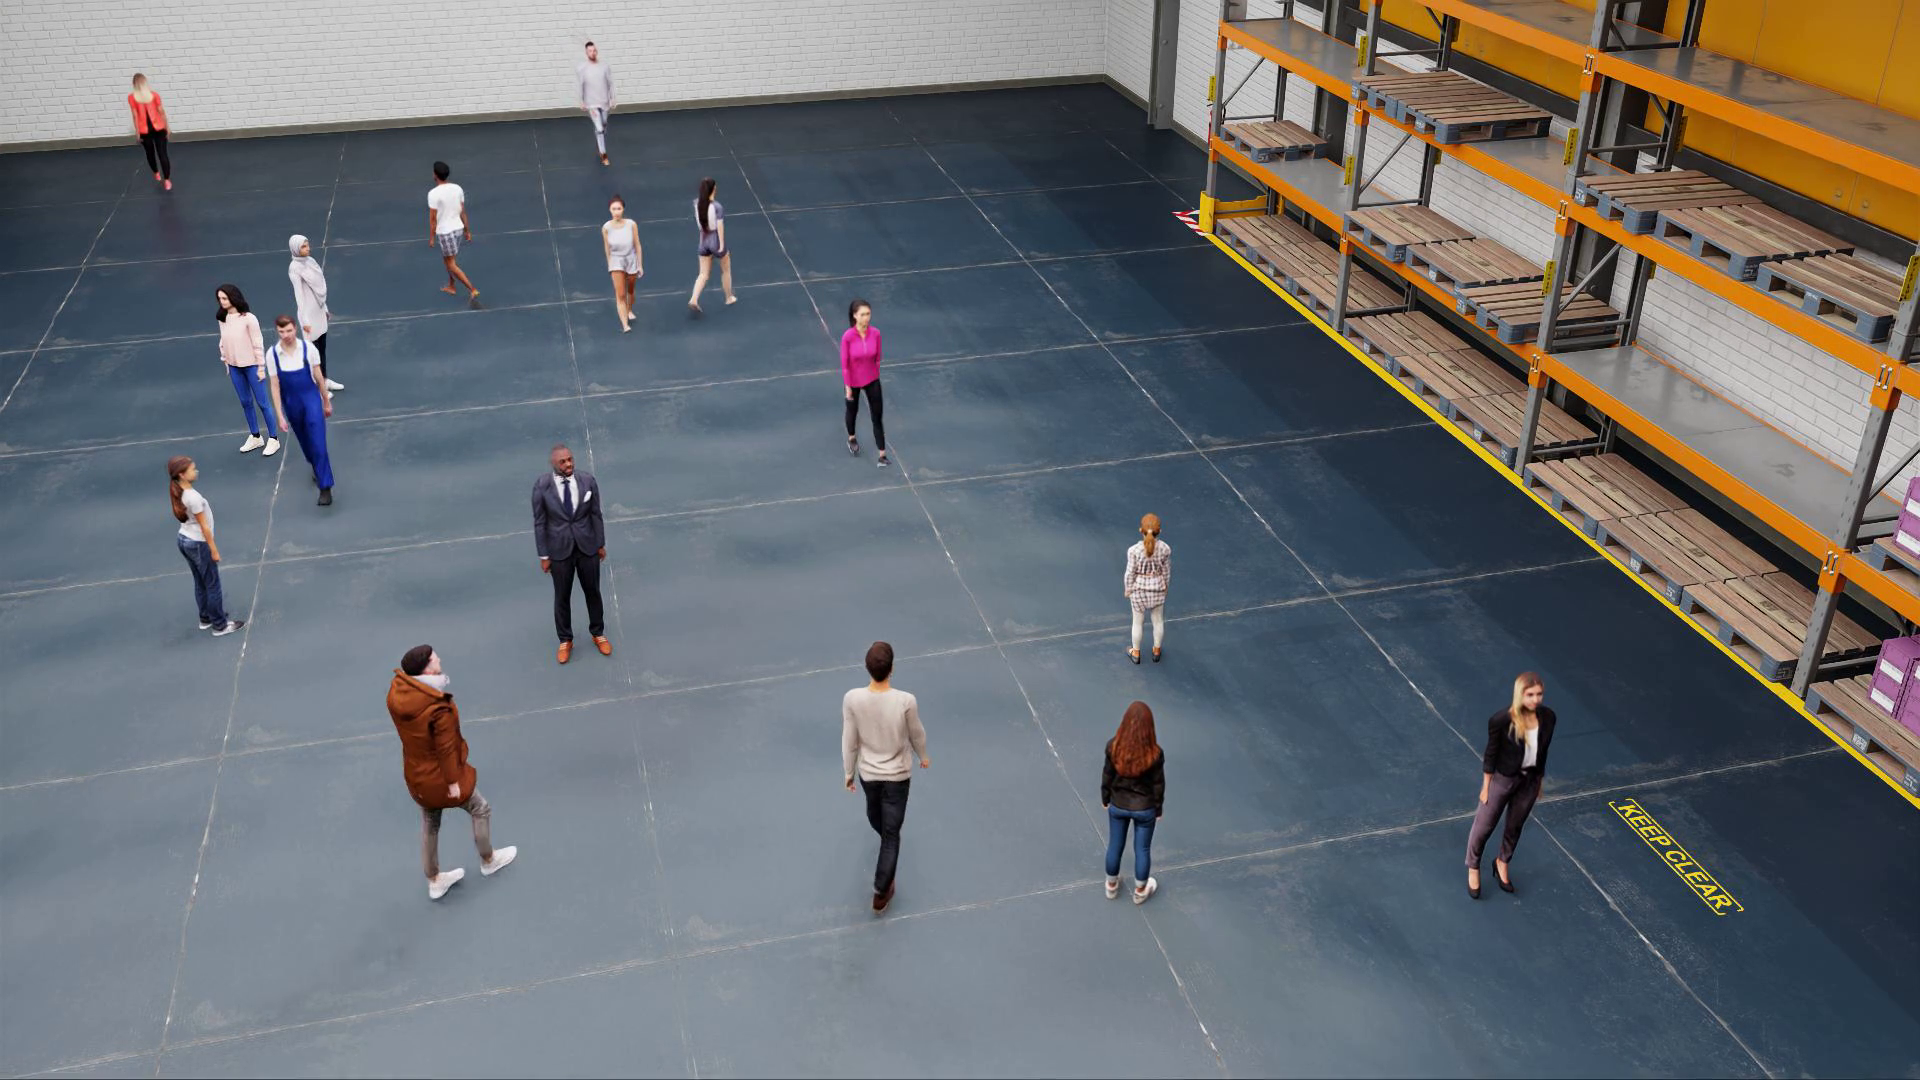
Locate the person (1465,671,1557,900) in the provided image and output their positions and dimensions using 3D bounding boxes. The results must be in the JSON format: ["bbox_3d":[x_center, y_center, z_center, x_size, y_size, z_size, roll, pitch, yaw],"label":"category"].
[{"bbox_3d":[3.502,1.552,10.592,0.612,1.672,0.552,-4,29,-8],"label":"person"}]

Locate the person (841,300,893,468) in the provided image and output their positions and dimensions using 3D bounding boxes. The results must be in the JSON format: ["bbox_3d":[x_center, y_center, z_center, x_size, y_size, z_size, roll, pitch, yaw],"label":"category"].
[{"bbox_3d":[-1.006,-1.561,16.316,0.633,1.656,1.117,-10,30,-17],"label":"person"}]

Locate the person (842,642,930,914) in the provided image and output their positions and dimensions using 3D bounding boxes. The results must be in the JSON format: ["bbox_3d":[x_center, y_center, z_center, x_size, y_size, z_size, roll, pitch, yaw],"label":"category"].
[{"bbox_3d":[-0.492,1.534,10.469,1.010,1.821,1.239,6,29,12],"label":"person"}]

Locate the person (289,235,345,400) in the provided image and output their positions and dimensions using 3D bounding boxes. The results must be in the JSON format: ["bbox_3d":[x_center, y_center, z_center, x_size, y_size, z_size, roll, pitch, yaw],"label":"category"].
[{"bbox_3d":[-6.903,-2.395,17.719,0.752,1.775,0.629,5,29,9],"label":"person"}]

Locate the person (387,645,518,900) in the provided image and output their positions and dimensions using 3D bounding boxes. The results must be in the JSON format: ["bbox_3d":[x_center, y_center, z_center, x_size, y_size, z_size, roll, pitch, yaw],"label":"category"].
[{"bbox_3d":[-3.364,1.516,10.505,0.973,1.817,1.030,17,33,28],"label":"person"}]

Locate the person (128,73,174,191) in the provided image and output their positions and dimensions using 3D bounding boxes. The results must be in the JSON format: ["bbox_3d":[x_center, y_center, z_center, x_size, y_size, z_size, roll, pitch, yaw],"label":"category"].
[{"bbox_3d":[-11.818,-5.943,24.358,0.671,1.647,1.123,-11,30,-19],"label":"person"}]

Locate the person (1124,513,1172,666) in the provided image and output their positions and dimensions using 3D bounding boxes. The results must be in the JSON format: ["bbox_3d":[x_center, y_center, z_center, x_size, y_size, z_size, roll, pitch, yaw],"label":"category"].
[{"bbox_3d":[1.482,0.381,13.115,0.561,1.312,0.563,-3,29,-5],"label":"person"}]

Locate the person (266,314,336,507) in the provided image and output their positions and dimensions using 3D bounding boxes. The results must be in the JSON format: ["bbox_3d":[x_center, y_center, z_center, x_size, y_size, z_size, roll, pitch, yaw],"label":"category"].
[{"bbox_3d":[-6.193,-1.285,15.663,0.651,1.795,1.272,-8,30,-15],"label":"person"}]

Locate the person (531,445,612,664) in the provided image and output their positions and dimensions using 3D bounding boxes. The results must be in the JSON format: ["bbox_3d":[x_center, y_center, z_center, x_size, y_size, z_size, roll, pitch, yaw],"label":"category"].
[{"bbox_3d":[-3.065,0.078,13.137,0.719,1.822,0.623,-10,30,-18],"label":"person"}]

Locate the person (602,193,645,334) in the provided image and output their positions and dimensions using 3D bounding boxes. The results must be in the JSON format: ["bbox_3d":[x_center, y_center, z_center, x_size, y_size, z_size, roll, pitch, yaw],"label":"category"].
[{"bbox_3d":[-3.941,-3.250,19.516,0.605,1.555,1.086,-9,30,-16],"label":"person"}]

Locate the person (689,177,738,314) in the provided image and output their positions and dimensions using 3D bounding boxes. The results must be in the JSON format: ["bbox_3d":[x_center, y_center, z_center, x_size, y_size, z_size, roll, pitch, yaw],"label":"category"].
[{"bbox_3d":[-3.031,-3.497,19.907,0.956,1.615,1.056,13,31,22],"label":"person"}]

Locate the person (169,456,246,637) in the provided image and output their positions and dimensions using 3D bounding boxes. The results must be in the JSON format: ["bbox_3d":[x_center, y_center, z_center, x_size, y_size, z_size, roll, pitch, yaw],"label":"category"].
[{"bbox_3d":[-6.178,0.028,13.499,0.602,1.562,0.685,22,36,34],"label":"person"}]

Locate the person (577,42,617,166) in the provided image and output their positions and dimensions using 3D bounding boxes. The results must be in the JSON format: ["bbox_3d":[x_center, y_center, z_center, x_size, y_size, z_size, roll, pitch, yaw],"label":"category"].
[{"bbox_3d":[-5.615,-6.774,25.717,0.815,1.804,1.181,-12,31,-21],"label":"person"}]

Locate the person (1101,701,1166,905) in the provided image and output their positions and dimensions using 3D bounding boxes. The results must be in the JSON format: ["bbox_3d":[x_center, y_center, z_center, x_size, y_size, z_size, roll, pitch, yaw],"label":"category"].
[{"bbox_3d":[1.096,1.671,10.573,0.630,1.481,0.644,8,30,14],"label":"person"}]

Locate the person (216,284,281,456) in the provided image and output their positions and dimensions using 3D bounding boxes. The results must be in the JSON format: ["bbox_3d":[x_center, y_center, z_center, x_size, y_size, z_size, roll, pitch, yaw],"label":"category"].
[{"bbox_3d":[-7.049,-1.697,16.447,0.732,1.768,0.743,9,30,17],"label":"person"}]

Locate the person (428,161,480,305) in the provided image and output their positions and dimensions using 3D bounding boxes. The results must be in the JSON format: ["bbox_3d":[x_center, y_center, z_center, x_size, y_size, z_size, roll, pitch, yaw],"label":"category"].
[{"bbox_3d":[-6.151,-3.695,20.185,1.142,1.697,1.064,16,33,27],"label":"person"}]
